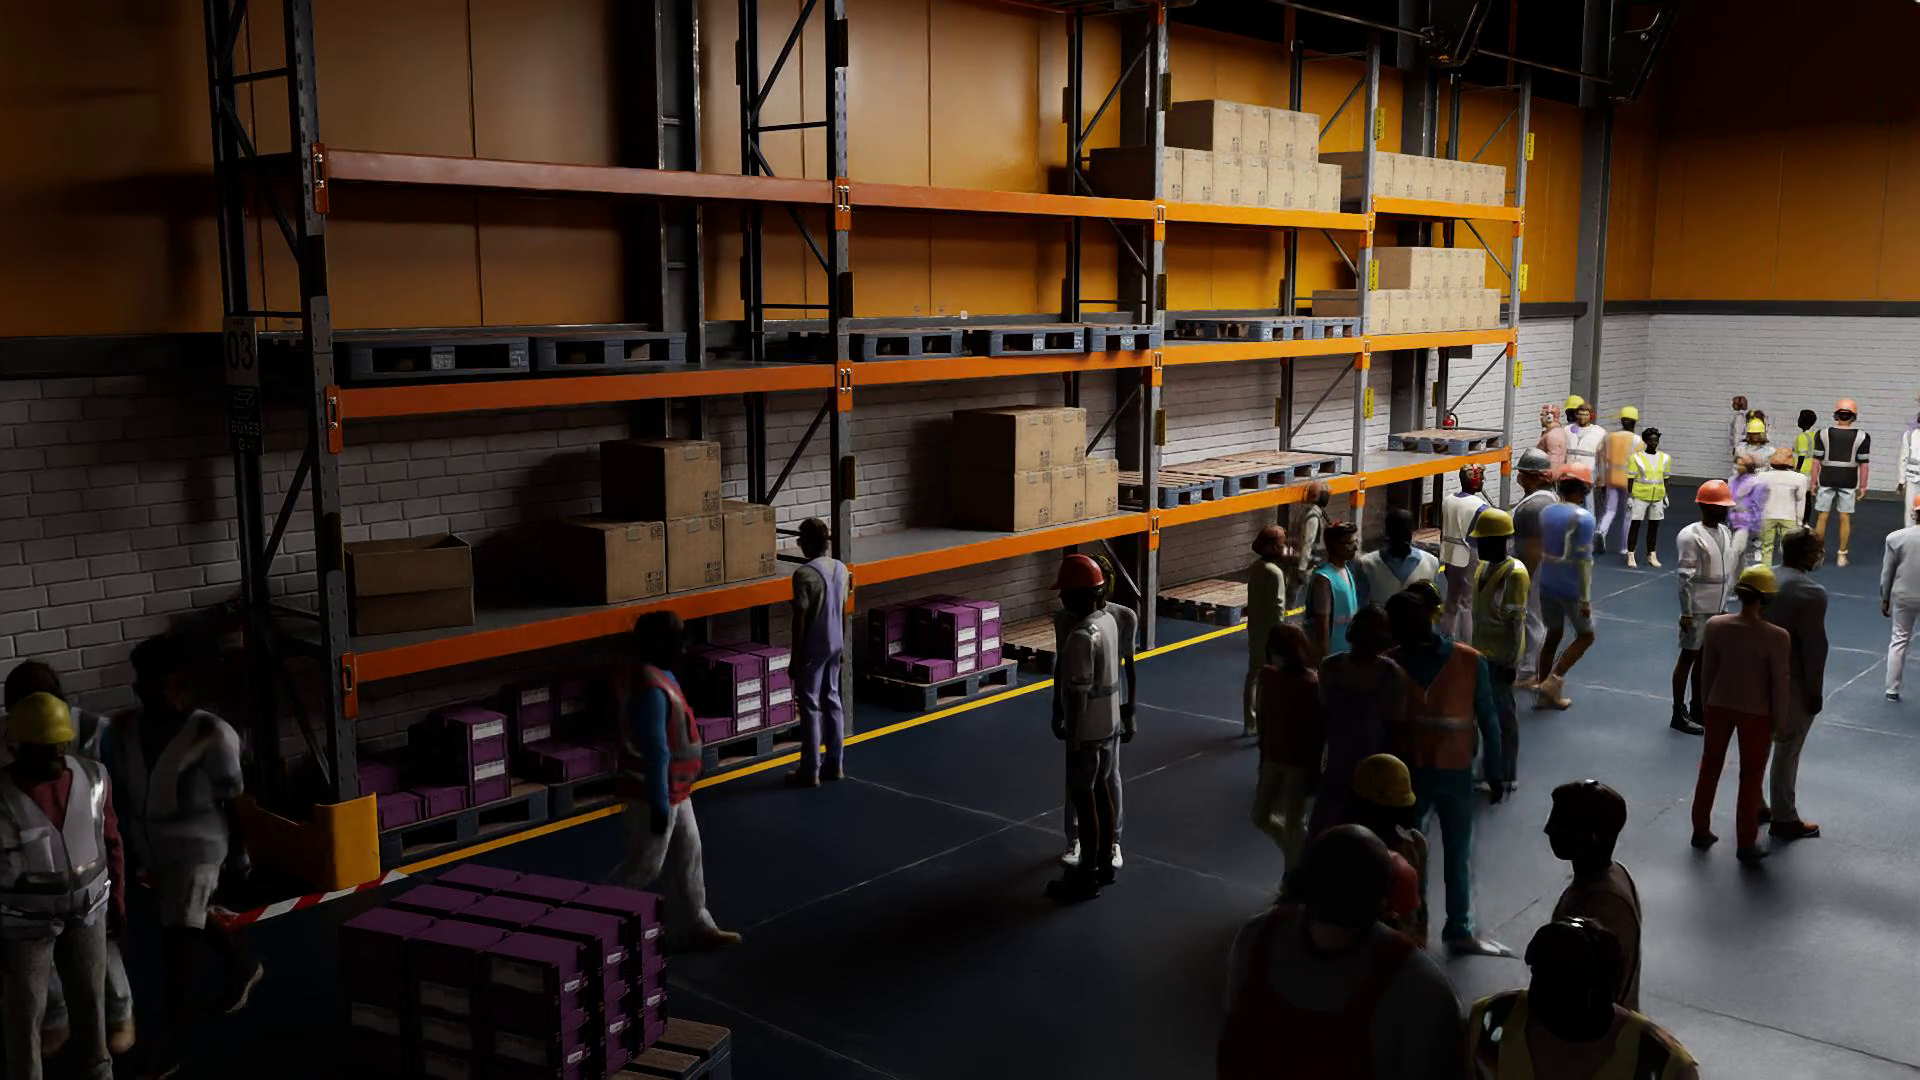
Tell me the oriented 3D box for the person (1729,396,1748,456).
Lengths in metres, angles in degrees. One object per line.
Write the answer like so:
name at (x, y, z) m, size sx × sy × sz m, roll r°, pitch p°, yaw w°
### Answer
person at (12.347, -1.465, 26.353) m, size 0.318 × 1.630 × 0.513 m, roll 5°, pitch 10°, yaw 31°

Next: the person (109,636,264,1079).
person at (-3.435, 1.334, 7.402) m, size 0.599 × 1.920 × 1.034 m, roll 3°, pitch 9°, yaw 17°

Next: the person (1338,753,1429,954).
person at (1.521, 1.620, 6.121) m, size 0.485 × 1.737 × 0.339 m, roll -4°, pitch 10°, yaw -26°

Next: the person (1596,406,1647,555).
person at (8.214, -0.725, 20.727) m, size 0.754 × 1.894 × 0.593 m, roll -9°, pitch 12°, yaw -44°

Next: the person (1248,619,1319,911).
person at (1.794, 1.222, 9.039) m, size 0.368 × 1.621 × 0.509 m, roll -6°, pitch 11°, yaw -34°

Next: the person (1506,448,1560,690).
person at (4.776, 0.235, 14.059) m, size 0.536 × 2.000 × 0.675 m, roll 4°, pitch 10°, yaw 24°

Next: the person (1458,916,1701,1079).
person at (1.545, 1.850, 4.295) m, size 0.633 × 1.839 × 0.429 m, roll 6°, pitch 11°, yaw 34°

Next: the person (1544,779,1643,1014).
person at (2.026, 1.675, 5.403) m, size 0.336 × 1.844 × 0.508 m, roll 4°, pitch 10°, yaw 24°

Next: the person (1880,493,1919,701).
person at (7.807, 0.466, 13.534) m, size 0.570 × 1.743 × 0.350 m, roll 6°, pitch 11°, yaw 35°

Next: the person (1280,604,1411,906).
person at (1.947, 1.230, 8.438) m, size 0.563 × 1.800 × 0.775 m, roll 6°, pitch 11°, yaw 34°

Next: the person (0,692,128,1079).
person at (-3.628, 1.494, 6.646) m, size 0.403 × 1.825 × 0.592 m, roll 7°, pitch 11°, yaw 37°

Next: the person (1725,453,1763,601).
person at (8.288, -0.123, 17.743) m, size 0.543 × 1.614 × 0.561 m, roll -1°, pitch 9°, yaw -7°

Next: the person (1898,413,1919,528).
person at (12.108, -0.744, 20.902) m, size 0.356 × 1.879 × 0.575 m, roll -7°, pitch 12°, yaw -40°

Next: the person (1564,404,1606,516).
person at (8.221, -0.889, 21.975) m, size 0.560 × 1.836 × 0.393 m, roll 8°, pitch 12°, yaw 41°

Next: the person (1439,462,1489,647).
person at (4.452, 0.234, 14.690) m, size 0.377 × 1.844 × 0.569 m, roll -3°, pitch 9°, yaw -21°

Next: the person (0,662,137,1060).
person at (-3.962, 1.406, 7.276) m, size 0.635 × 1.816 × 0.437 m, roll -3°, pitch 9°, yaw -17°

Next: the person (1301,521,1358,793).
person at (2.478, 0.778, 11.180) m, size 0.397 × 1.847 × 0.564 m, roll 4°, pitch 10°, yaw 25°

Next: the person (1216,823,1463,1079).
person at (1.042, 1.684, 4.714) m, size 0.765 × 2.000 × 0.801 m, roll 8°, pitch 12°, yaw 42°

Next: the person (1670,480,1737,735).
person at (5.683, 0.502, 12.666) m, size 0.543 × 1.939 × 0.360 m, roll -6°, pitch 10°, yaw -32°

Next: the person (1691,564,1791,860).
person at (4.691, 1.014, 9.958) m, size 0.360 × 1.756 × 0.525 m, roll -6°, pitch 11°, yaw -36°

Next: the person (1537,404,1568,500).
person at (7.355, -0.743, 20.803) m, size 0.399 × 1.909 × 0.642 m, roll 4°, pitch 10°, yaw 26°

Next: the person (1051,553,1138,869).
person at (0.784, 0.995, 9.740) m, size 0.507 × 1.863 × 0.329 m, roll 2°, pitch 9°, yaw 11°

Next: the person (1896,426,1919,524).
person at (12.442, -0.703, 21.563) m, size 0.491 × 1.580 × 0.838 m, roll 8°, pitch 12°, yaw 42°

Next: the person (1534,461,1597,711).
person at (4.828, 0.381, 13.232) m, size 0.465 × 2.006 × 0.642 m, roll -3°, pitch 9°, yaw -20°

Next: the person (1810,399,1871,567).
person at (10.602, -0.688, 20.062) m, size 0.617 × 2.029 × 0.409 m, roll 5°, pitch 10°, yaw 31°

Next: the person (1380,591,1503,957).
person at (2.464, 1.186, 8.494) m, size 0.725 × 1.875 × 0.382 m, roll 4°, pitch 10°, yaw 27°

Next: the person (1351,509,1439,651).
person at (3.036, 0.695, 11.674) m, size 0.608 × 1.871 × 1.014 m, roll 1°, pitch 9°, yaw 4°

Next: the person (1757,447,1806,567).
person at (8.964, -0.205, 18.211) m, size 0.501 × 1.631 × 0.285 m, roll 5°, pitch 10°, yaw 28°

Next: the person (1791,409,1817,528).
person at (11.516, -0.937, 22.721) m, size 0.318 × 1.700 × 0.535 m, roll 7°, pitch 12°, yaw 40°

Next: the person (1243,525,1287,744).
person at (2.283, 0.700, 12.375) m, size 0.285 × 1.631 × 0.501 m, roll -2°, pitch 9°, yaw -11°

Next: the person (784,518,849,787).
person at (-0.967, 0.761, 11.343) m, size 0.355 × 1.834 × 0.524 m, roll 7°, pitch 11°, yaw 37°

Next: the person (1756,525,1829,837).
person at (5.129, 0.865, 10.342) m, size 0.351 × 1.932 × 0.635 m, roll -2°, pitch 9°, yaw -12°

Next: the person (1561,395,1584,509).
person at (8.190, -0.972, 22.219) m, size 0.386 × 1.922 × 0.594 m, roll 5°, pitch 10°, yaw 28°

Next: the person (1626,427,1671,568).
person at (8.240, -0.503, 19.929) m, size 0.540 × 1.696 × 0.315 m, roll -1°, pitch 9°, yaw -4°

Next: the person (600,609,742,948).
person at (-1.584, 1.240, 8.337) m, size 0.868 × 1.816 × 0.636 m, roll -2°, pitch 9°, yaw -10°

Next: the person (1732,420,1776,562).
person at (9.743, -0.607, 20.451) m, size 0.487 × 1.744 × 0.295 m, roll 5°, pitch 10°, yaw 32°

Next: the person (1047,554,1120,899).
person at (0.685, 1.035, 9.277) m, size 0.386 × 1.929 × 0.543 m, roll 4°, pitch 10°, yaw 23°

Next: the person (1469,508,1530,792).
person at (3.598, 0.739, 11.224) m, size 0.392 × 1.919 × 0.581 m, roll -2°, pitch 9°, yaw -11°
